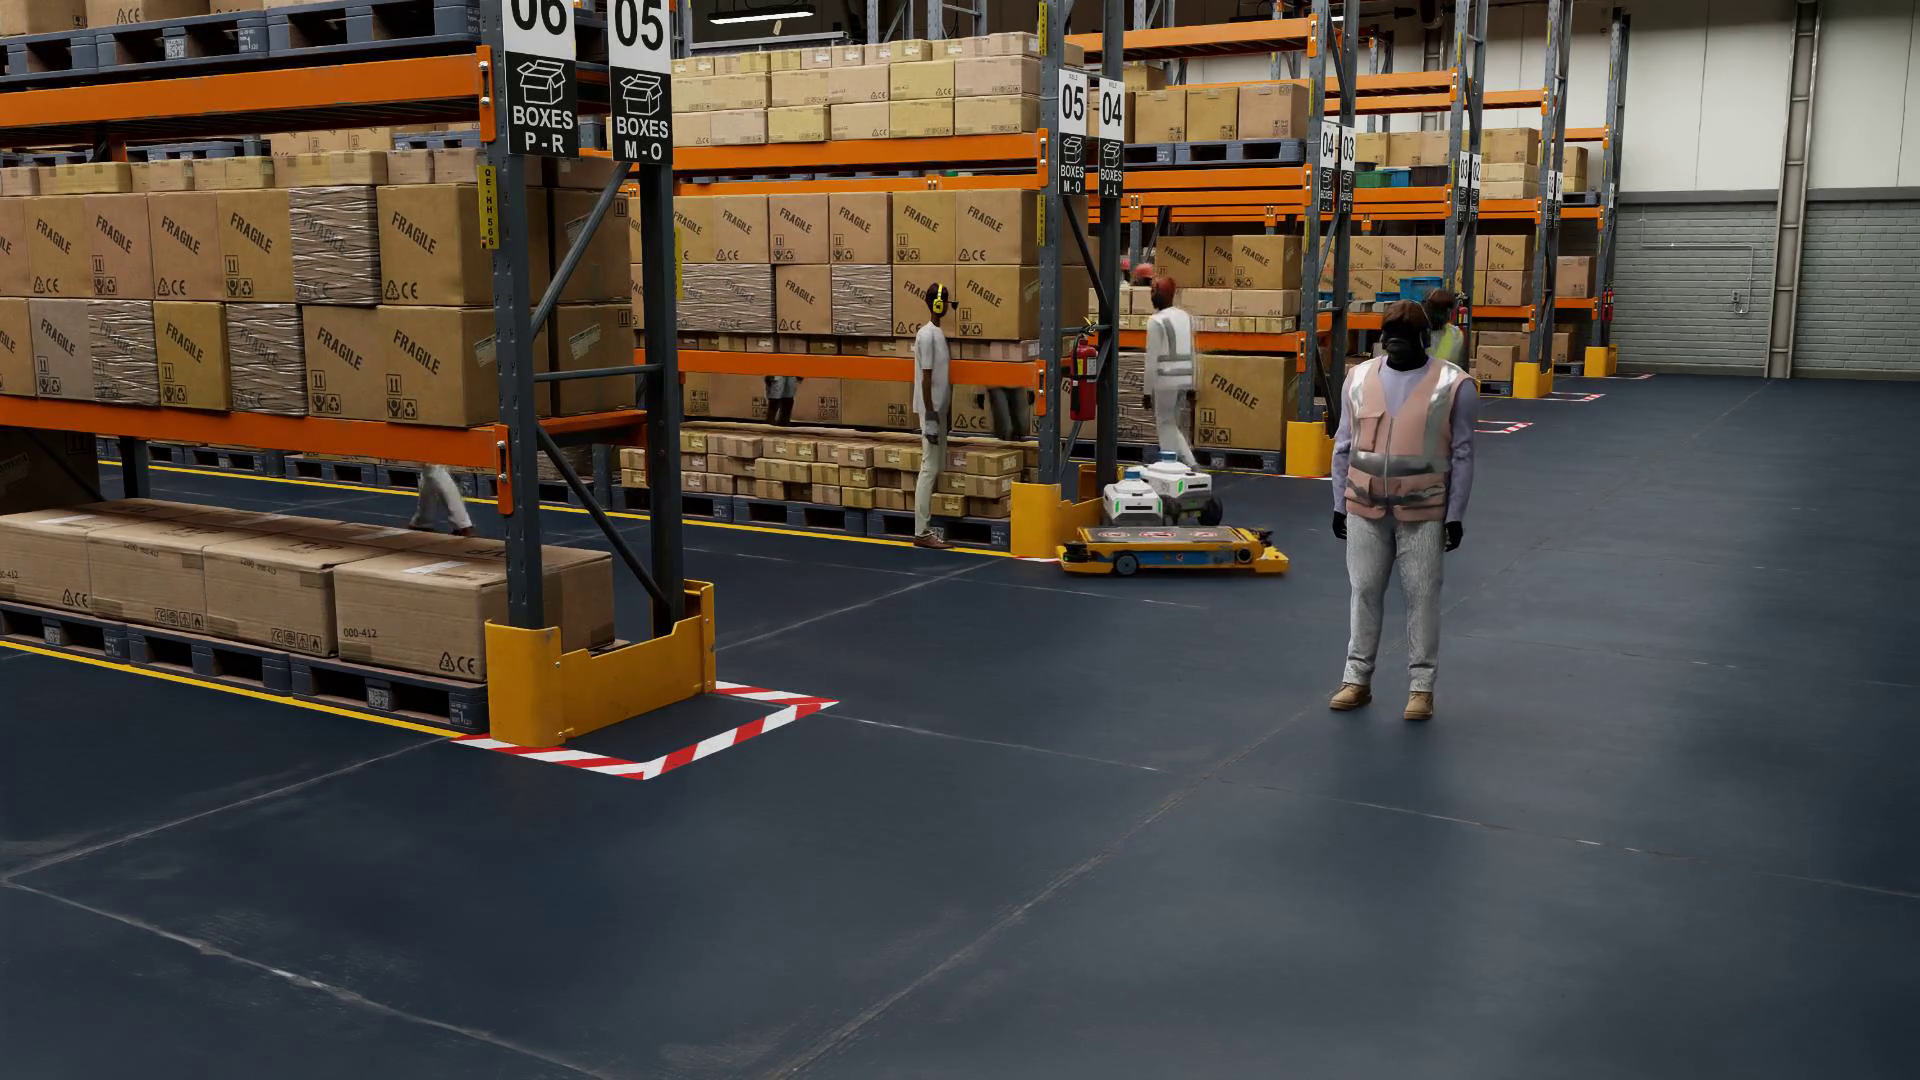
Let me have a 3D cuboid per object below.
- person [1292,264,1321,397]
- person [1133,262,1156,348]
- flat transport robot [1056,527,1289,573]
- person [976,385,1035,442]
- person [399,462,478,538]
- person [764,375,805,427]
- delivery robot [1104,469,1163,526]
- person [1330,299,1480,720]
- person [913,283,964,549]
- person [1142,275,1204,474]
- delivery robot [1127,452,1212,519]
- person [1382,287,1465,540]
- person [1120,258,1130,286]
[{"bbox_3d":[4.843,-3.011,23.998,0.875,1.905,0.570,3,10,17],"label":"person"},{"bbox_3d":[2.026,-2.195,19.059,0.903,1.968,0.622,9,14,44],"label":"person"},{"bbox_3d":[1.366,0.057,10.827,1.431,0.197,0.652,0,10,-1],"label":"flat transport robot"},{"bbox_3d":[0.372,-1.349,14.270,0.607,1.906,0.563,-5,11,-29],"label":"person"},{"bbox_3d":[-3.711,-0.902,11.695,0.922,1.903,0.644,5,11,28],"label":"person"},{"bbox_3d":[-1.730,-1.713,16.343,0.379,1.934,0.552,6,11,31],"label":"person"},{"bbox_3d":[1.191,-0.244,11.482,0.477,0.478,0.707,0,10,-1],"label":"delivery robot"},{"bbox_3d":[1.934,-0.133,7.349,0.625,1.844,0.429,6,11,30],"label":"person"},{"bbox_3d":[-0.154,-0.864,11.581,0.332,1.860,0.511,2,10,12],"label":"person"},{"bbox_3d":[1.773,-1.300,14.093,0.413,1.866,0.599,8,12,39],"label":"person"},{"bbox_3d":[1.566,-0.420,12.497,0.477,0.478,0.707,-6,11,-30],"label":"delivery robot"},{"bbox_3d":[3.329,-0.895,11.930,0.645,1.795,0.895,0,10,0],"label":"person"},{"bbox_3d":[2.481,-3.274,25.269,0.964,2.011,0.620,4,10,21],"label":"person"}]
